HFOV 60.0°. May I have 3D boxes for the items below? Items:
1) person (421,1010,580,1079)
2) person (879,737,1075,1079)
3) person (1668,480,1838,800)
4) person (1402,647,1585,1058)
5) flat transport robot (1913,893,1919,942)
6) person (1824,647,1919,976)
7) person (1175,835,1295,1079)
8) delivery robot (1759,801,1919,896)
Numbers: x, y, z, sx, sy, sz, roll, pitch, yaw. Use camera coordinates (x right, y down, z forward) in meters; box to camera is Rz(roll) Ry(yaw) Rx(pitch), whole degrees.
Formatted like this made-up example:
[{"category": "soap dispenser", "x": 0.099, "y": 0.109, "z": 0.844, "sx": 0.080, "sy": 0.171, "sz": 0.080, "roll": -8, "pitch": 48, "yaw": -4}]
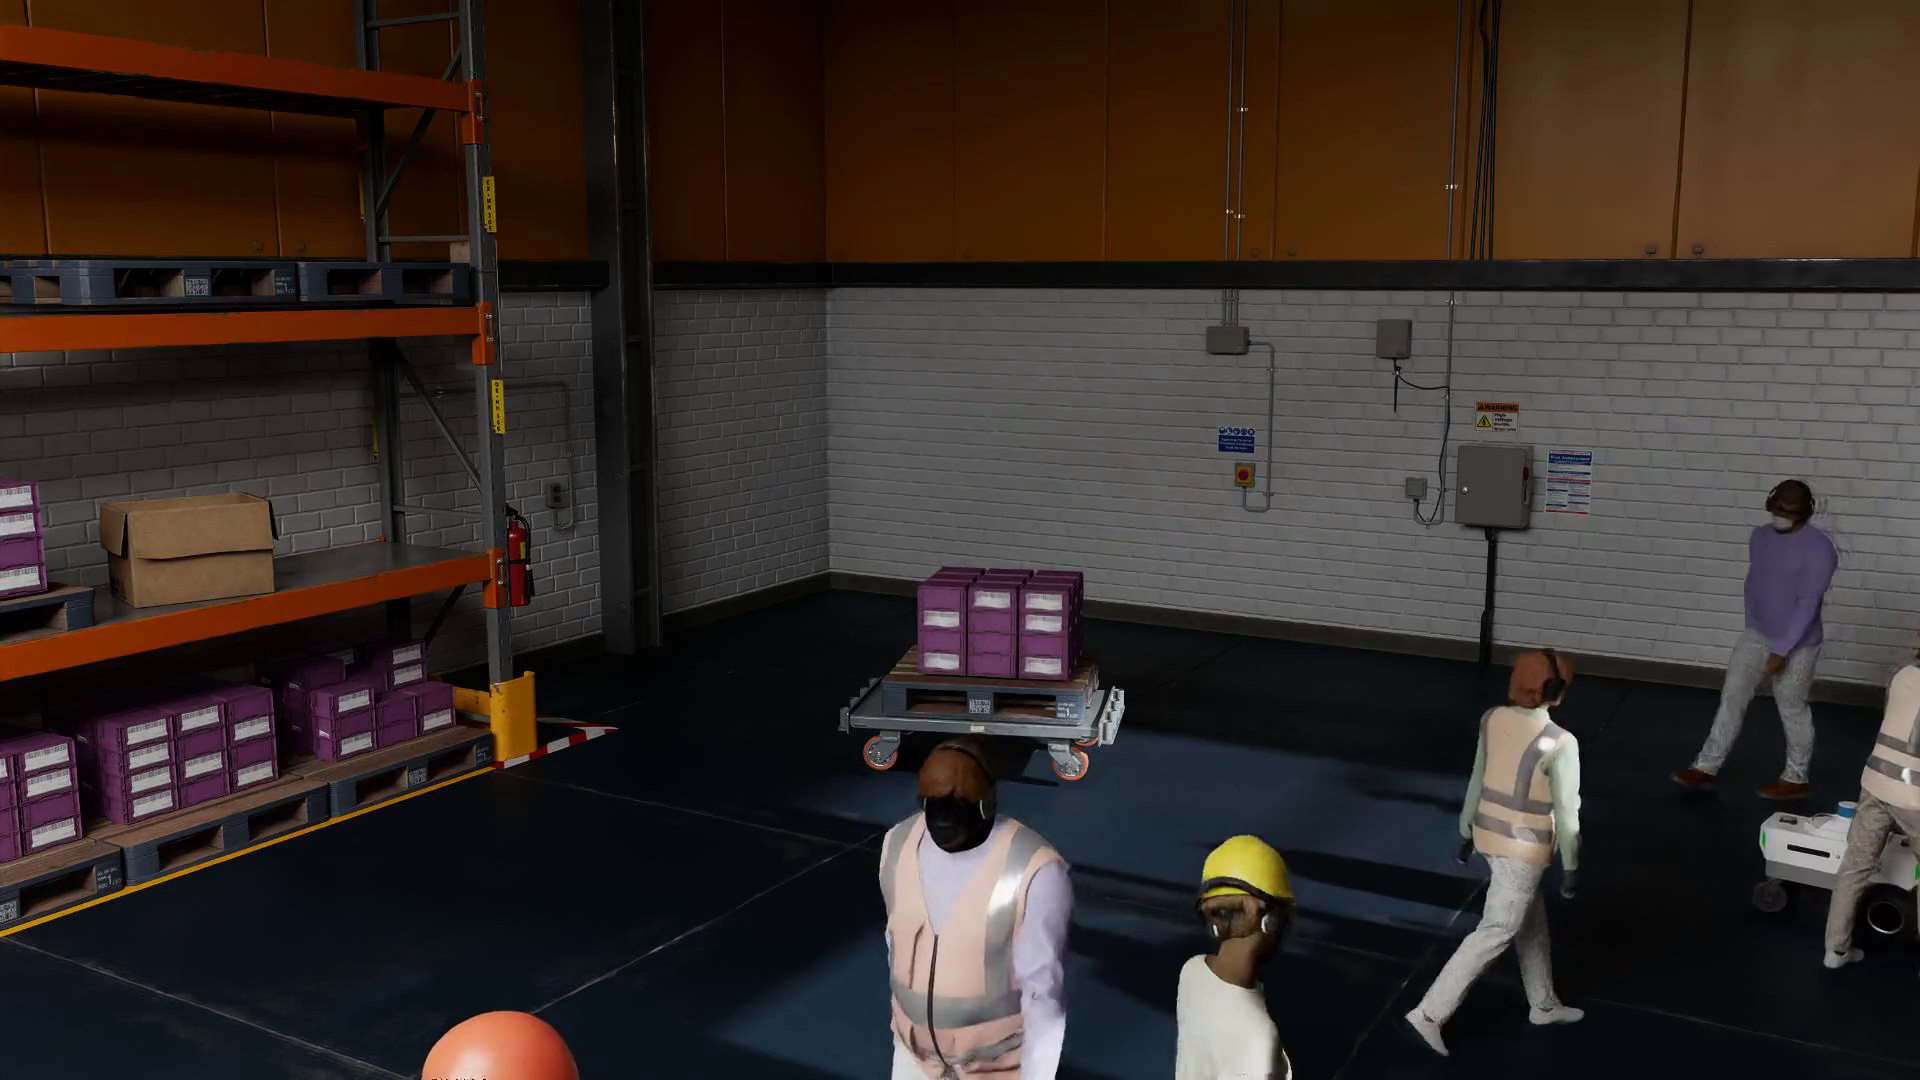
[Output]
[{"category": "person", "x": -0.656, "y": 1.645, "z": 2.497, "sx": 0.617, "sy": 1.993, "sz": 0.396, "roll": -7, "pitch": 11, "yaw": -37}, {"category": "person", "x": 0.068, "y": 1.399, "z": 4.698, "sx": 0.625, "sy": 1.798, "sz": 0.964, "roll": 5, "pitch": 10, "yaw": 28}, {"category": "person", "x": 4.554, "y": 0.593, "z": 9.420, "sx": 0.876, "sy": 1.885, "sz": 0.652, "roll": -3, "pitch": 9, "yaw": -16}, {"category": "person", "x": 2.111, "y": 1.209, "z": 6.478, "sx": 0.872, "sy": 1.593, "sz": 0.528, "roll": -3, "pitch": 10, "yaw": -17}, {"category": "flat transport robot", "x": 4.945, "y": 1.762, "z": 7.131, "sx": 0.652, "sy": 0.197, "sz": 1.431, "roll": -7, "pitch": 11, "yaw": -35}, {"category": "person", "x": 4.058, "y": 1.107, "z": 7.082, "sx": 0.590, "sy": 1.594, "sz": 0.515, "roll": -1, "pitch": 9, "yaw": -4}, {"category": "person", "x": 0.596, "y": 1.570, "z": 3.812, "sx": 0.420, "sy": 1.720, "sz": 0.684, "roll": 0, "pitch": 9, "yaw": -3}, {"category": "delivery robot", "x": 4.147, "y": 1.468, "z": 7.787, "sx": 0.707, "sy": 0.478, "sz": 0.477, "roll": 8, "pitch": 12, "yaw": 40}]
